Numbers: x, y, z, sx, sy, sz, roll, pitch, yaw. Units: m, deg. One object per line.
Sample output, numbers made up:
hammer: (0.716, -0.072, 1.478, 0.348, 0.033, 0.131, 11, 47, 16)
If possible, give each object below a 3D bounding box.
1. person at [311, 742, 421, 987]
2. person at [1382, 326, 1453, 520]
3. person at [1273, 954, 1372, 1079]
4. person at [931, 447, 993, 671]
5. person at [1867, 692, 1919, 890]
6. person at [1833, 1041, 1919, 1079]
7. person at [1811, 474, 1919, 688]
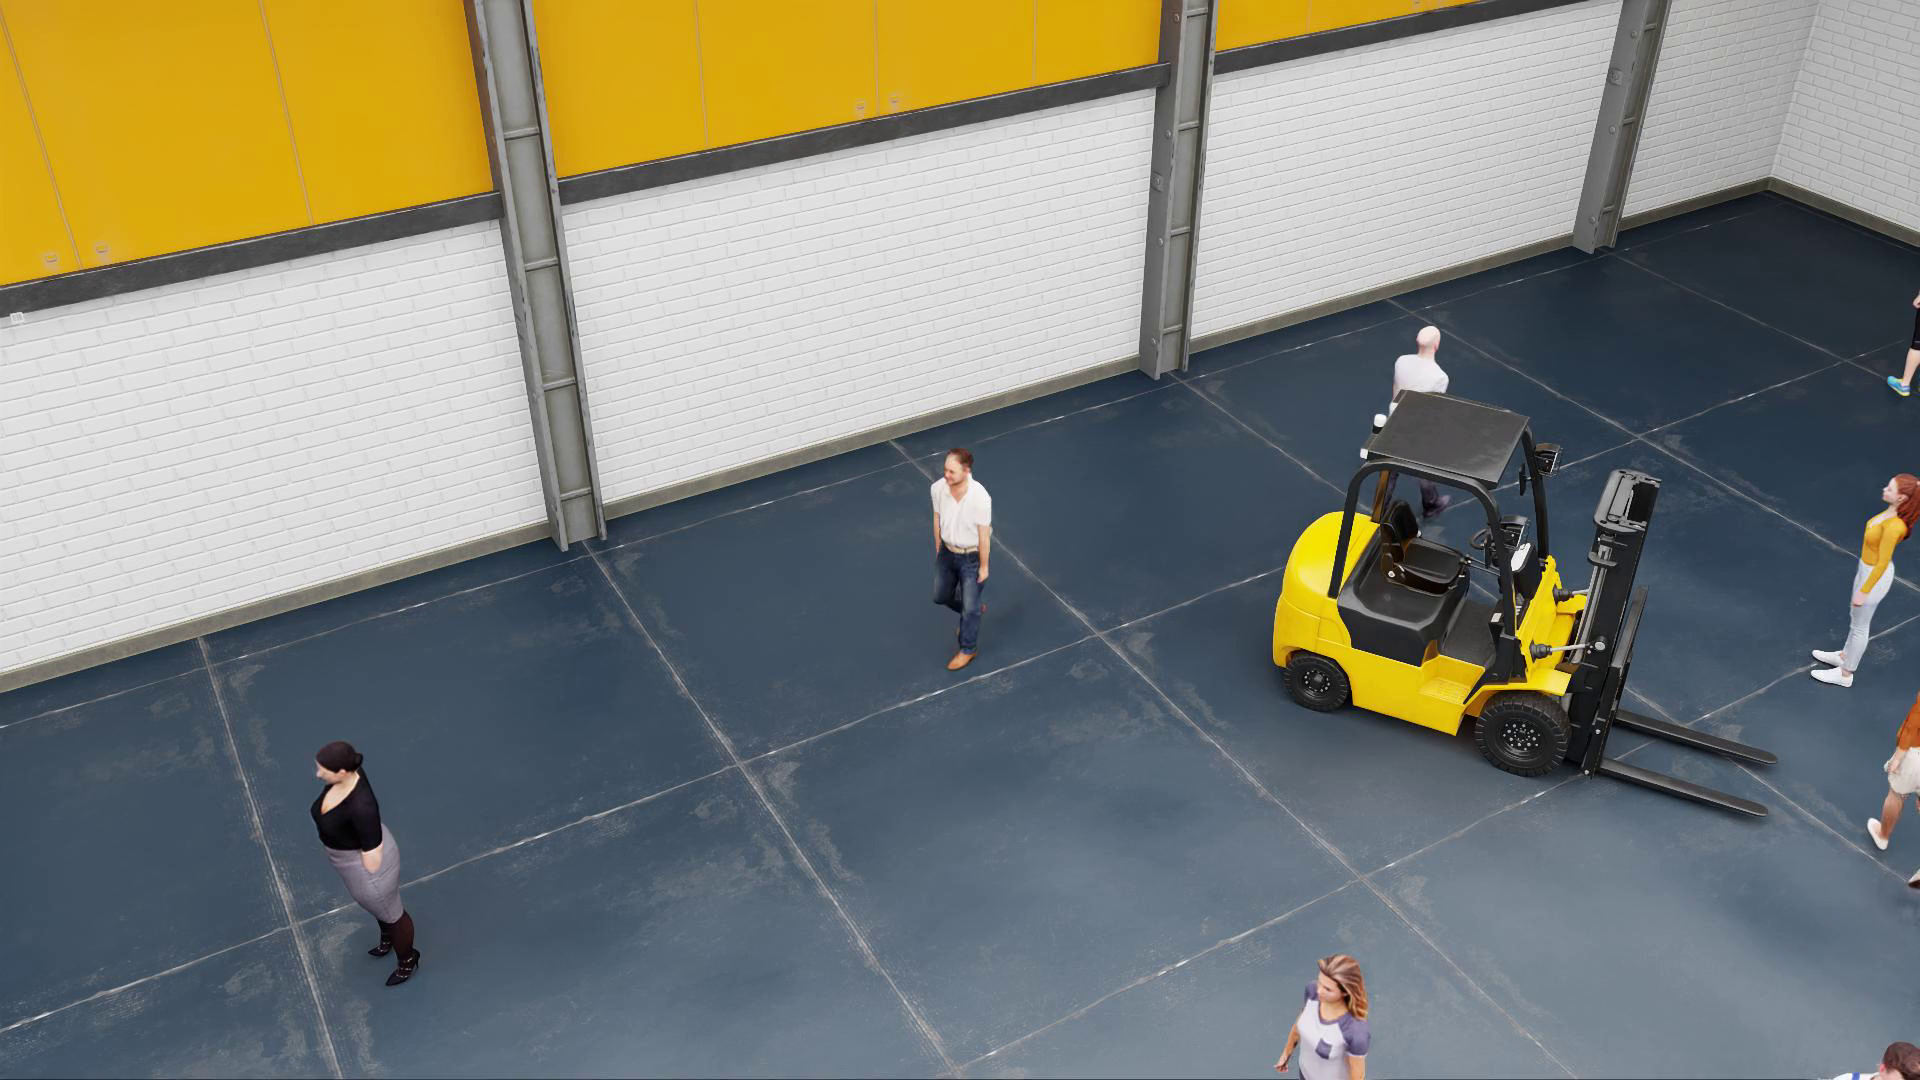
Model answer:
person: (-3.392, 1.827, 9.543, 0.626, 1.758, 0.674, -21, 39, -28)
person: (3.629, -0.866, 13.546, 1.033, 1.811, 0.785, -23, 40, -31)
person: (1.906, 2.684, 8.310, 1.013, 1.696, 0.736, -11, 35, -16)
person: (0.097, 0.072, 12.109, 0.840, 1.840, 0.923, 22, 39, 29)
person: (5.990, 1.404, 10.233, 1.015, 1.698, 1.050, 6, 34, 9)
person: (4.145, 2.919, 7.862, 1.147, 1.800, 1.224, 10, 35, 14)
person: (6.518, 0.279, 11.878, 0.729, 1.750, 0.639, 17, 37, 24)
